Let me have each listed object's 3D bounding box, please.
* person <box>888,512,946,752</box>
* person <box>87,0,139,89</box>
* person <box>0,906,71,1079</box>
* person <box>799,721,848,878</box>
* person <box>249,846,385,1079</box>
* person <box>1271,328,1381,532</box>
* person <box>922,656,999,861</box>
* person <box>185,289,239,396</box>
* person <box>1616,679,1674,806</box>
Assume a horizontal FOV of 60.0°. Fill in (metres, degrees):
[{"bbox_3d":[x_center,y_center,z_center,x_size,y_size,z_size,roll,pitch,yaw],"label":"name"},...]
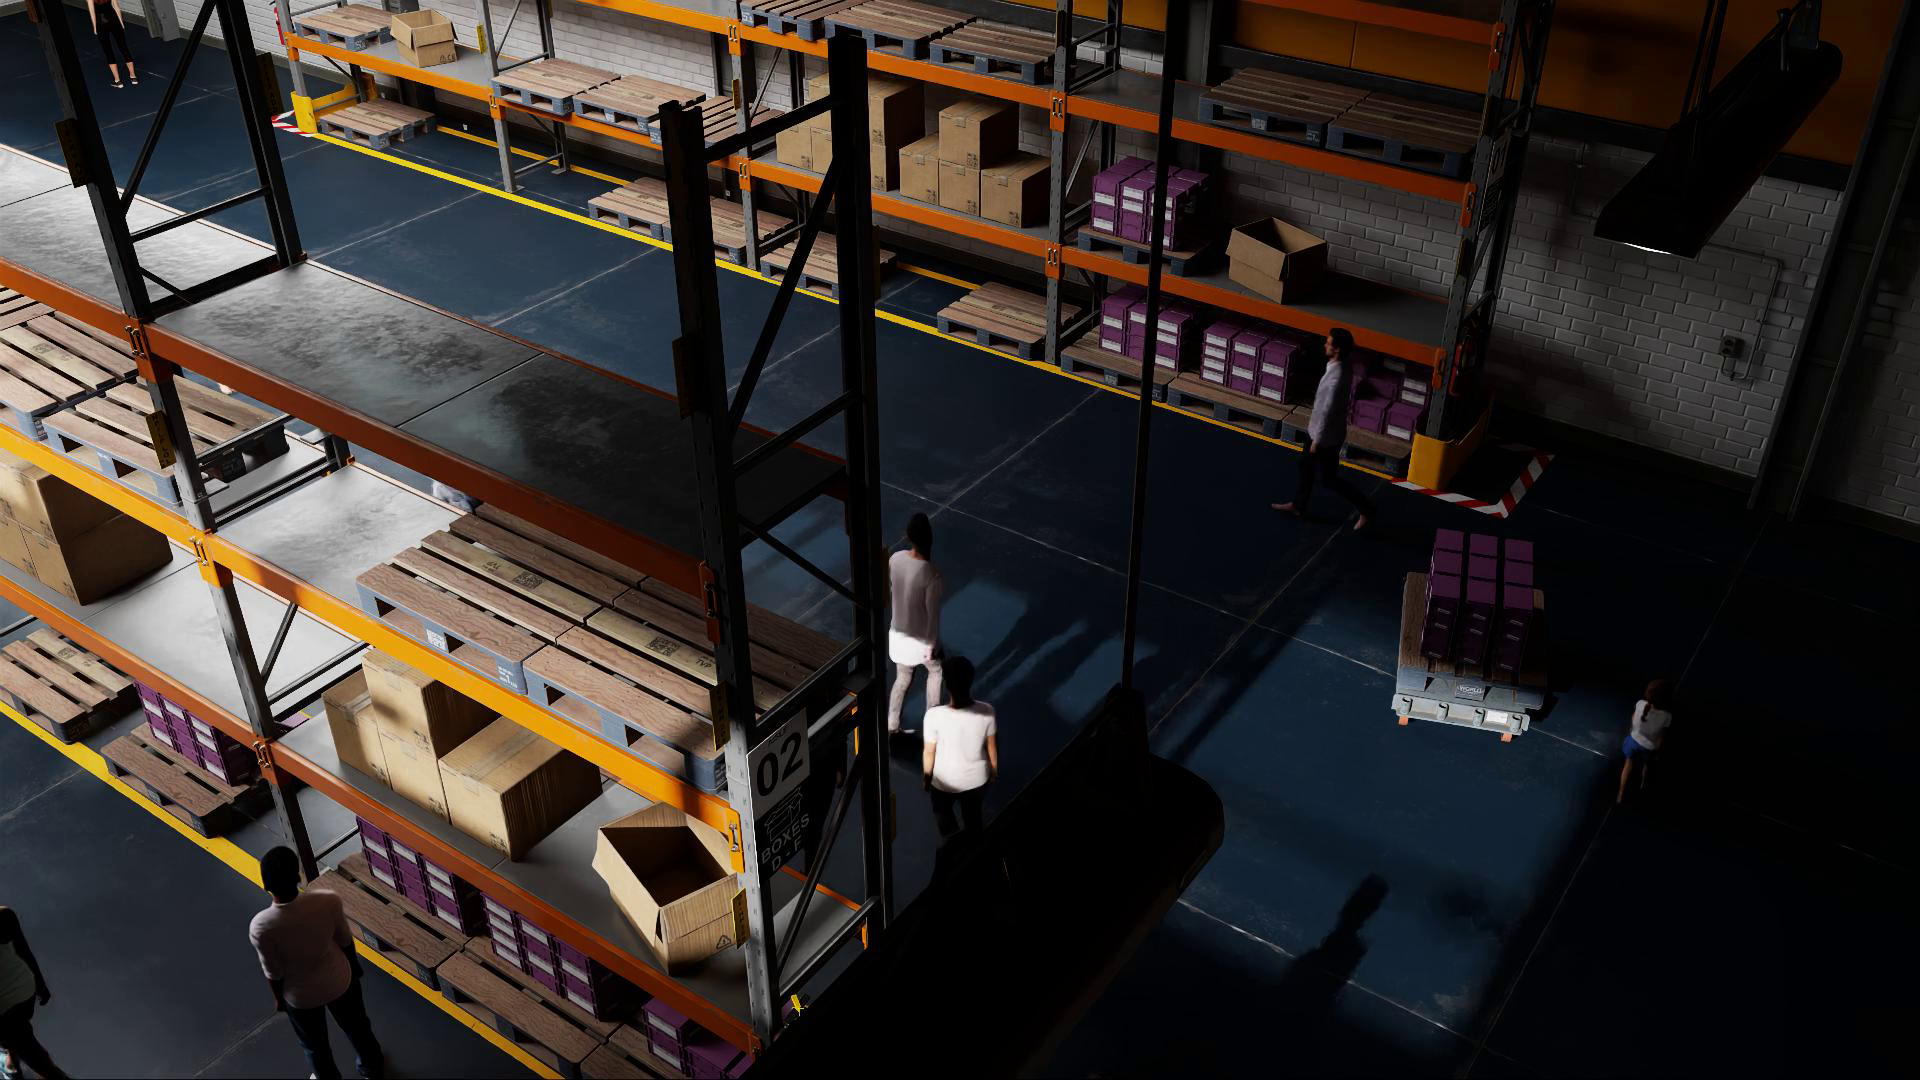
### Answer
[{"bbox_3d":[-0.350,0.709,11.547,0.766,1.790,0.780,-27,42,-34],"label":"person"},{"bbox_3d":[-12.169,-7.358,23.741,0.613,1.726,0.582,-27,42,-35],"label":"person"},{"bbox_3d":[-5.031,2.527,8.881,1.241,1.713,0.736,15,36,21],"label":"person"},{"bbox_3d":[-0.958,1.475,10.377,0.845,1.809,0.915,-12,35,-17],"label":"person"},{"bbox_3d":[-3.498,2.373,9.019,0.719,1.816,0.703,-21,39,-28],"label":"person"},{"bbox_3d":[3.166,-0.883,13.914,1.235,1.821,0.943,8,34,12],"label":"person"},{"bbox_3d":[0.009,1.507,10.418,0.823,1.710,0.881,-7,34,-10],"label":"person"},{"bbox_3d":[-7.262,-2.230,16.028,0.615,1.724,0.630,28,42,35],"label":"person"},{"bbox_3d":[4.605,1.380,11.245,0.605,1.006,0.554,29,43,36],"label":"person"}]
